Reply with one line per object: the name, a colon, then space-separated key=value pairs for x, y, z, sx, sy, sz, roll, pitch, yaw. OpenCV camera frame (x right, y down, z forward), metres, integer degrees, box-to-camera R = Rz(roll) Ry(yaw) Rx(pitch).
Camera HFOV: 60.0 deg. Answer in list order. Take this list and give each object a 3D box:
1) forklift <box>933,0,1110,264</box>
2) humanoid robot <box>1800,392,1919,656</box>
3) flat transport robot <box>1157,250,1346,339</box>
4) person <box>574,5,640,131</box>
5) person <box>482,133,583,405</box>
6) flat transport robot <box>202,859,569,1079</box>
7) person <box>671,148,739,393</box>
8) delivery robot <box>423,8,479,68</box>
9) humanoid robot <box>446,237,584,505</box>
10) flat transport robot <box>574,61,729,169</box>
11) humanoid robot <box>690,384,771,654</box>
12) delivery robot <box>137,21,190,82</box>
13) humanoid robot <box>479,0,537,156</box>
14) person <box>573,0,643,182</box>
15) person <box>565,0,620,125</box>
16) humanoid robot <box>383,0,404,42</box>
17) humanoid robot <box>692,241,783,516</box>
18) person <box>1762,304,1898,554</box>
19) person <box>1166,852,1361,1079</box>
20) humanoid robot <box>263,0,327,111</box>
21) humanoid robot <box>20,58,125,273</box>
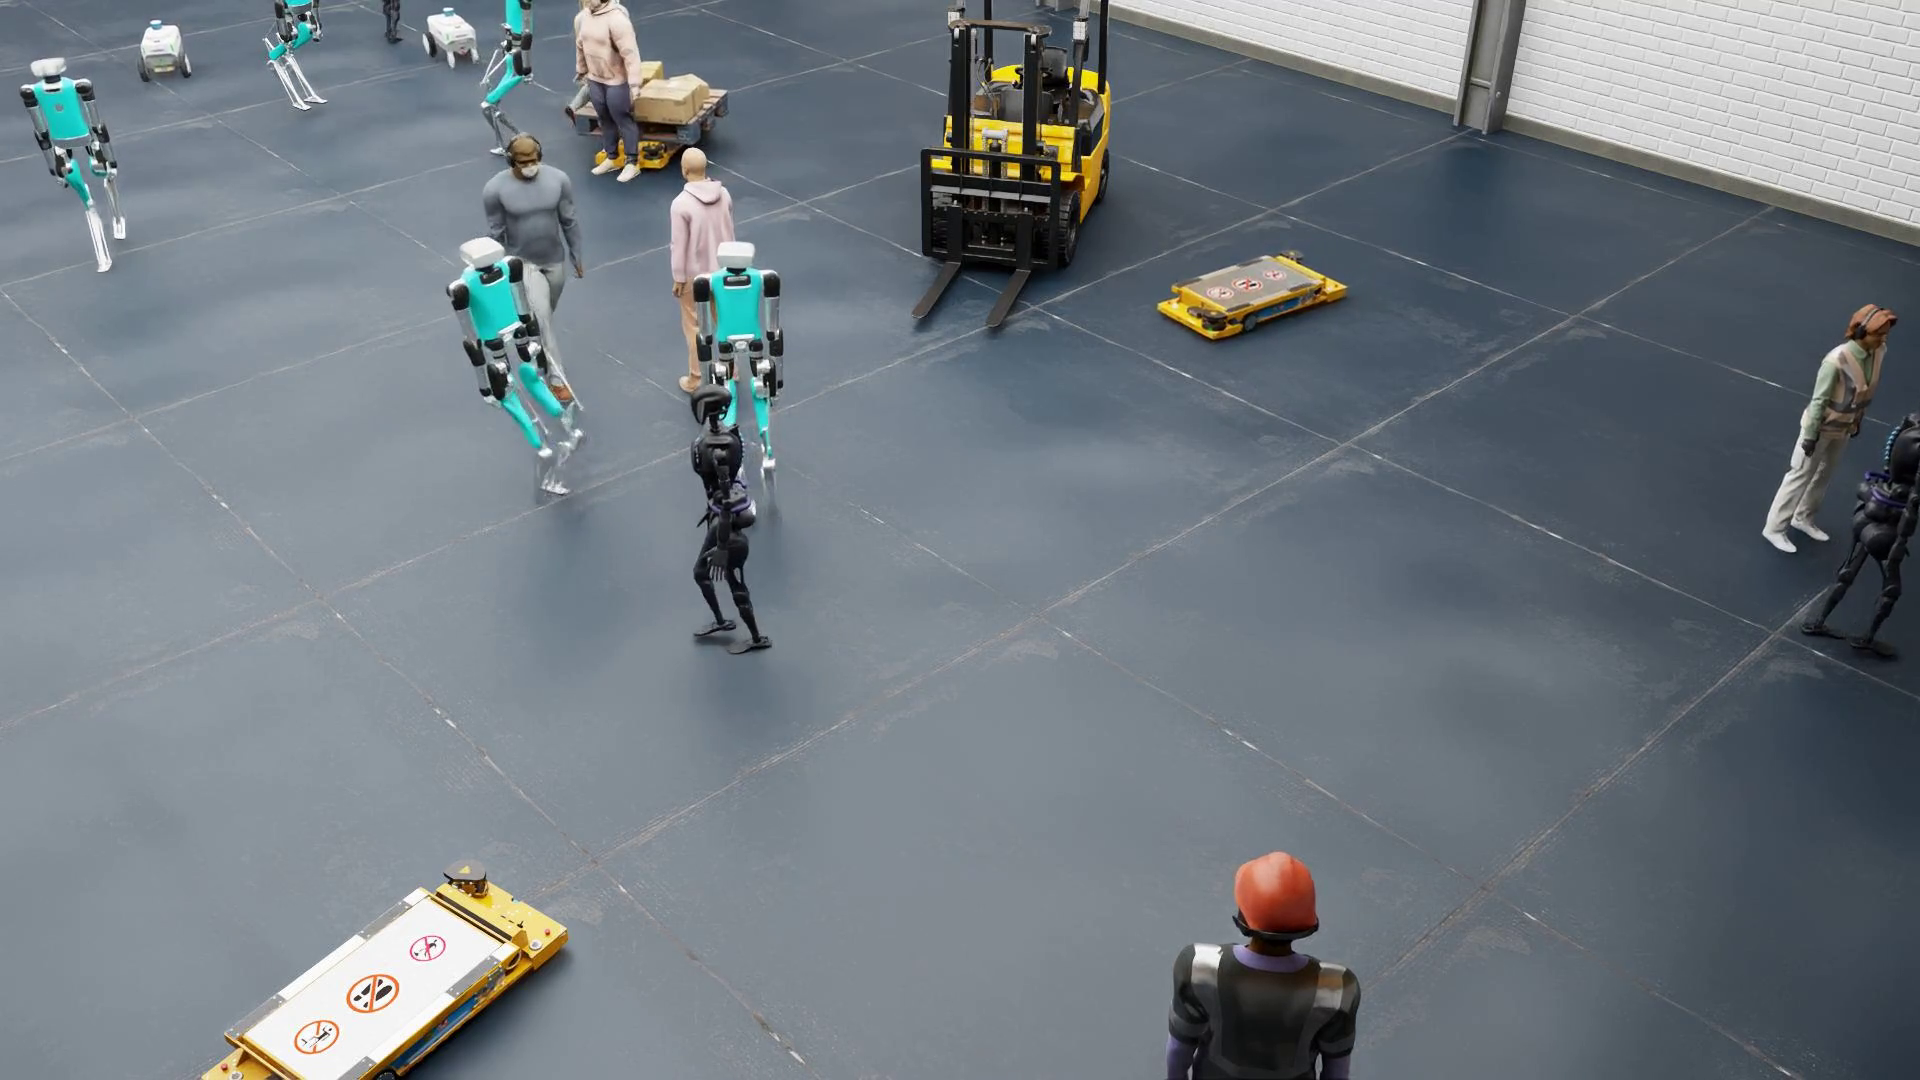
forklift: x=0.570 y=-3.725 z=14.138 sx=1.214 sy=2.155 sz=2.313 roll=9 pitch=34 yaw=13
humanoid robot: x=5.082 y=-0.134 z=9.101 sx=0.496 sy=1.640 sz=0.583 roll=7 pitch=34 yaw=11
flat transport robot: x=2.320 y=-1.946 z=13.163 sx=1.431 sy=0.231 sz=0.659 roll=-21 pitch=38 yaw=-29
person: x=-3.290 y=-4.444 z=15.653 sx=0.569 sy=1.726 sz=0.511 roll=-10 pitch=34 yaw=-15
person: x=-3.004 y=-2.003 z=11.773 sx=0.629 sy=1.886 sz=1.019 roll=-20 pitch=38 yaw=-27
flat transport robot: x=-2.442 y=1.967 z=7.149 sx=0.659 sy=0.231 sz=1.431 roll=21 pitch=38 yaw=28
person: x=-1.773 y=-1.872 z=11.674 sx=0.403 sy=1.772 sz=0.538 roll=27 pitch=42 yaw=35
delivery robot: x=-5.673 y=-5.635 z=18.571 sx=0.499 sy=0.594 sz=0.782 roll=-19 pitch=37 yaw=-26
humanoid robot: x=-2.687 y=-0.965 z=10.351 sx=0.706 sy=1.821 sz=0.561 roll=22 pitch=39 yaw=30
flat transport robot: x=-2.987 y=-3.985 z=16.299 sx=0.659 sy=0.231 sz=1.431 roll=7 pitch=34 yaw=11
humanoid robot: x=-1.291 y=-0.087 z=9.021 sx=0.426 sy=1.648 sz=0.599 roll=-8 pitch=34 yaw=-12
delivery robot: x=-8.694 y=-5.351 z=18.129 sx=0.499 sy=0.587 sz=0.777 roll=-10 pitch=34 yaw=-15
humanoid robot: x=-4.380 y=-4.500 z=15.738 sx=0.836 sy=1.755 sz=0.531 roll=-18 pitch=37 yaw=-25
person: x=-3.201 y=-4.230 z=15.211 sx=0.816 sy=1.863 sz=0.424 roll=22 pitch=39 yaw=30
person: x=-3.491 y=-4.915 z=16.317 sx=0.942 sy=1.848 sz=0.576 roll=8 pitch=34 yaw=13
humanoid robot: x=-6.584 y=-6.547 z=18.960 sx=0.610 sy=1.639 sz=0.459 roll=9 pitch=34 yaw=14
humanoid robot: x=-1.306 y=-0.852 z=10.195 sx=0.542 sy=1.835 sz=0.756 roll=-7 pitch=34 yaw=-10
person: x=5.210 y=-0.667 z=9.955 sx=0.513 sy=1.625 sz=0.319 roll=-18 pitch=37 yaw=-25
person: x=1.002 y=1.853 z=5.697 sx=0.613 sy=2.047 sz=0.358 roll=5 pitch=33 yaw=8
humanoid robot: x=-6.760 y=-5.196 z=16.691 sx=0.735 sy=1.677 sz=0.533 roll=15 pitch=36 yaw=22
humanoid robot: x=-7.241 y=-3.179 z=13.775 sx=0.541 sy=1.781 sz=1.034 roll=-9 pitch=34 yaw=-14
